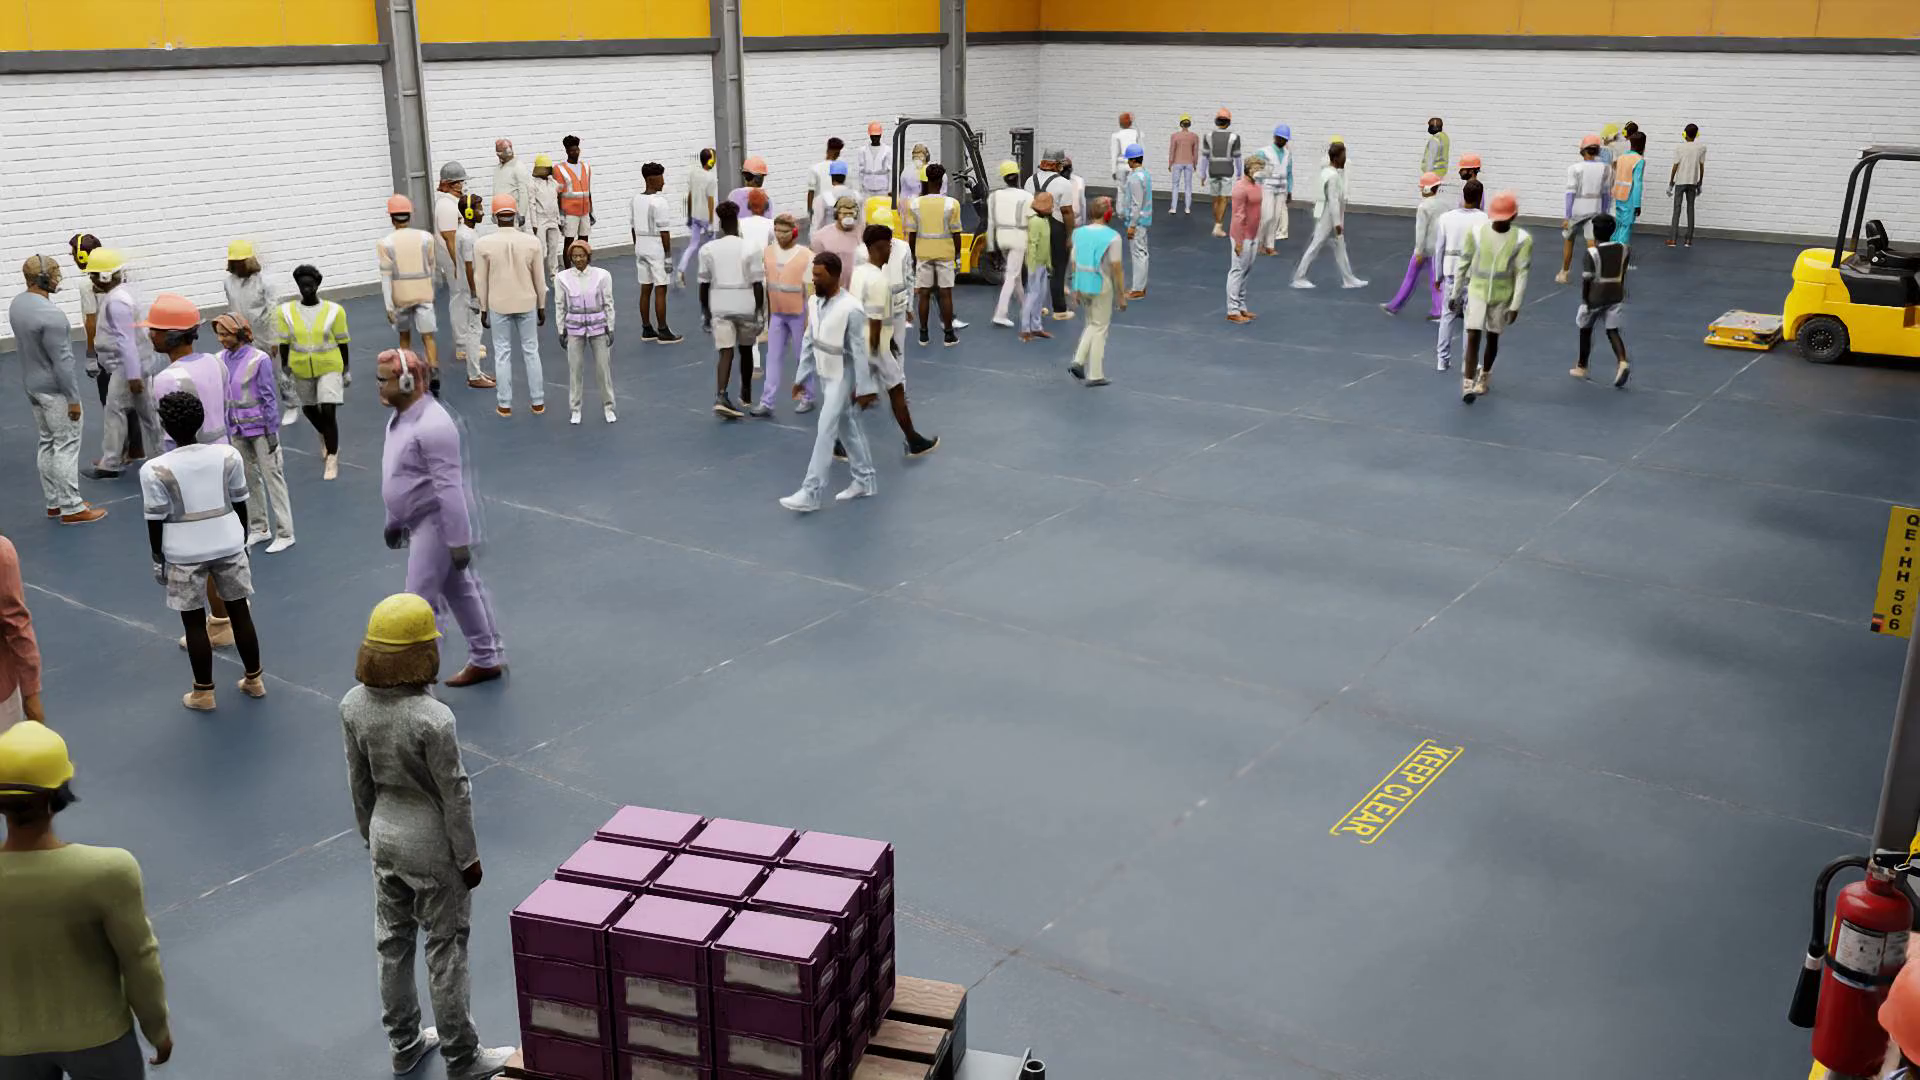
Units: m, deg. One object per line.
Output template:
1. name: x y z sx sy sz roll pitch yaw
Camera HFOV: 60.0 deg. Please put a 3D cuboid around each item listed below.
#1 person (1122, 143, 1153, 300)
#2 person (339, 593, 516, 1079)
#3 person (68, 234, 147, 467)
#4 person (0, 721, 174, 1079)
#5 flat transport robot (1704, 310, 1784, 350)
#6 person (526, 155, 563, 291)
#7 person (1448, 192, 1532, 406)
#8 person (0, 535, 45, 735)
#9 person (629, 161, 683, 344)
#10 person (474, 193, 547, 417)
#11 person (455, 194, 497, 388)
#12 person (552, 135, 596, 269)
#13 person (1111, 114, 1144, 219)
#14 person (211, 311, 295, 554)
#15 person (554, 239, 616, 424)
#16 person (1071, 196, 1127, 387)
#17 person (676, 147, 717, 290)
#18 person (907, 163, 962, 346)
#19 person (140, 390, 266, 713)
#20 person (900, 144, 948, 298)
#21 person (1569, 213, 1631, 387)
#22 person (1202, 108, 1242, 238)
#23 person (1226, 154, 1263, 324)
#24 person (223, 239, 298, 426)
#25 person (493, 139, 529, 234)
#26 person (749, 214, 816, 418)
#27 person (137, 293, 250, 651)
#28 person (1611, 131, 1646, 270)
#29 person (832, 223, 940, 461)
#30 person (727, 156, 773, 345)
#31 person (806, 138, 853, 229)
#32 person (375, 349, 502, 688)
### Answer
1. person: 2.214 -3.994 20.914 0.411 1.938 0.605 5 18 16
2. person: -1.800 1.012 5.584 0.484 1.737 0.308 8 20 24
3. person: -6.821 -1.507 13.272 0.337 1.858 0.523 0 18 1
4. person: -2.442 1.332 4.552 0.534 1.760 0.344 -2 18 -7
5. flat transport robot: 8.746 -2.336 18.424 0.652 0.197 1.431 12 21 33
6. person: -5.375 -4.128 21.650 0.300 1.743 0.489 12 22 34
7. person: 4.876 -2.237 15.387 0.684 1.957 1.080 6 19 18
8. person: -3.904 0.605 6.463 0.624 1.984 0.413 -5 18 -14
9. person: -3.350 -3.138 18.195 0.608 1.963 0.372 16 24 41
10. person: -4.015 -2.101 14.927 0.608 1.986 0.404 -8 19 -23
11. person: -4.682 -2.395 16.046 0.325 1.862 0.511 -5 18 -16
12. person: -5.080 -4.351 21.984 0.361 1.965 0.613 13 22 36
13. person: 2.866 -6.399 28.617 0.606 1.818 1.000 0 18 0
14. person: -4.775 -0.729 11.205 0.525 1.631 0.313 8 19 23
15. person: -3.288 -1.824 14.635 0.507 1.631 0.317 -3 18 -10
16. person: 1.339 -2.388 16.070 0.445 1.831 0.584 -13 22 -35
17. person: -3.446 -4.207 21.771 0.573 1.828 0.855 13 22 36
18. person: -0.266 -3.082 18.018 0.603 1.966 0.368 3 18 9
19. person: -3.934 0.059 8.647 0.321 1.693 0.539 17 24 42
20. person: -0.466 -4.040 21.085 0.636 1.929 0.378 6 19 17
21. person: 6.268 -2.331 16.144 0.527 1.668 0.788 -3 18 -10
22. person: 4.186 -5.869 26.632 0.629 2.032 0.567 6 19 19
23. person: 3.332 -3.508 19.397 0.369 1.936 0.630 9 20 27
24. person: -6.028 -1.749 14.293 0.498 1.694 0.909 2 18 6
25. person: -6.005 -4.380 22.183 0.639 1.902 0.407 15 23 40
26. person: -1.554 -1.982 14.818 0.587 1.808 0.780 9 20 27
27. person: -4.329 -0.377 9.425 0.362 2.048 0.613 1 18 3
28. person: 9.370 -4.760 23.360 0.397 1.911 0.587 -2 18 -7
29. person: -0.699 -1.584 13.433 0.969 1.910 0.603 -9 20 -26
30. person: -2.236 -3.150 18.137 0.615 2.029 0.409 13 22 34
31. person: -1.744 -4.400 22.231 0.635 1.906 0.988 -2 18 -5
32. person: -2.854 -0.057 8.688 0.873 1.879 0.686 -11 21 -30
